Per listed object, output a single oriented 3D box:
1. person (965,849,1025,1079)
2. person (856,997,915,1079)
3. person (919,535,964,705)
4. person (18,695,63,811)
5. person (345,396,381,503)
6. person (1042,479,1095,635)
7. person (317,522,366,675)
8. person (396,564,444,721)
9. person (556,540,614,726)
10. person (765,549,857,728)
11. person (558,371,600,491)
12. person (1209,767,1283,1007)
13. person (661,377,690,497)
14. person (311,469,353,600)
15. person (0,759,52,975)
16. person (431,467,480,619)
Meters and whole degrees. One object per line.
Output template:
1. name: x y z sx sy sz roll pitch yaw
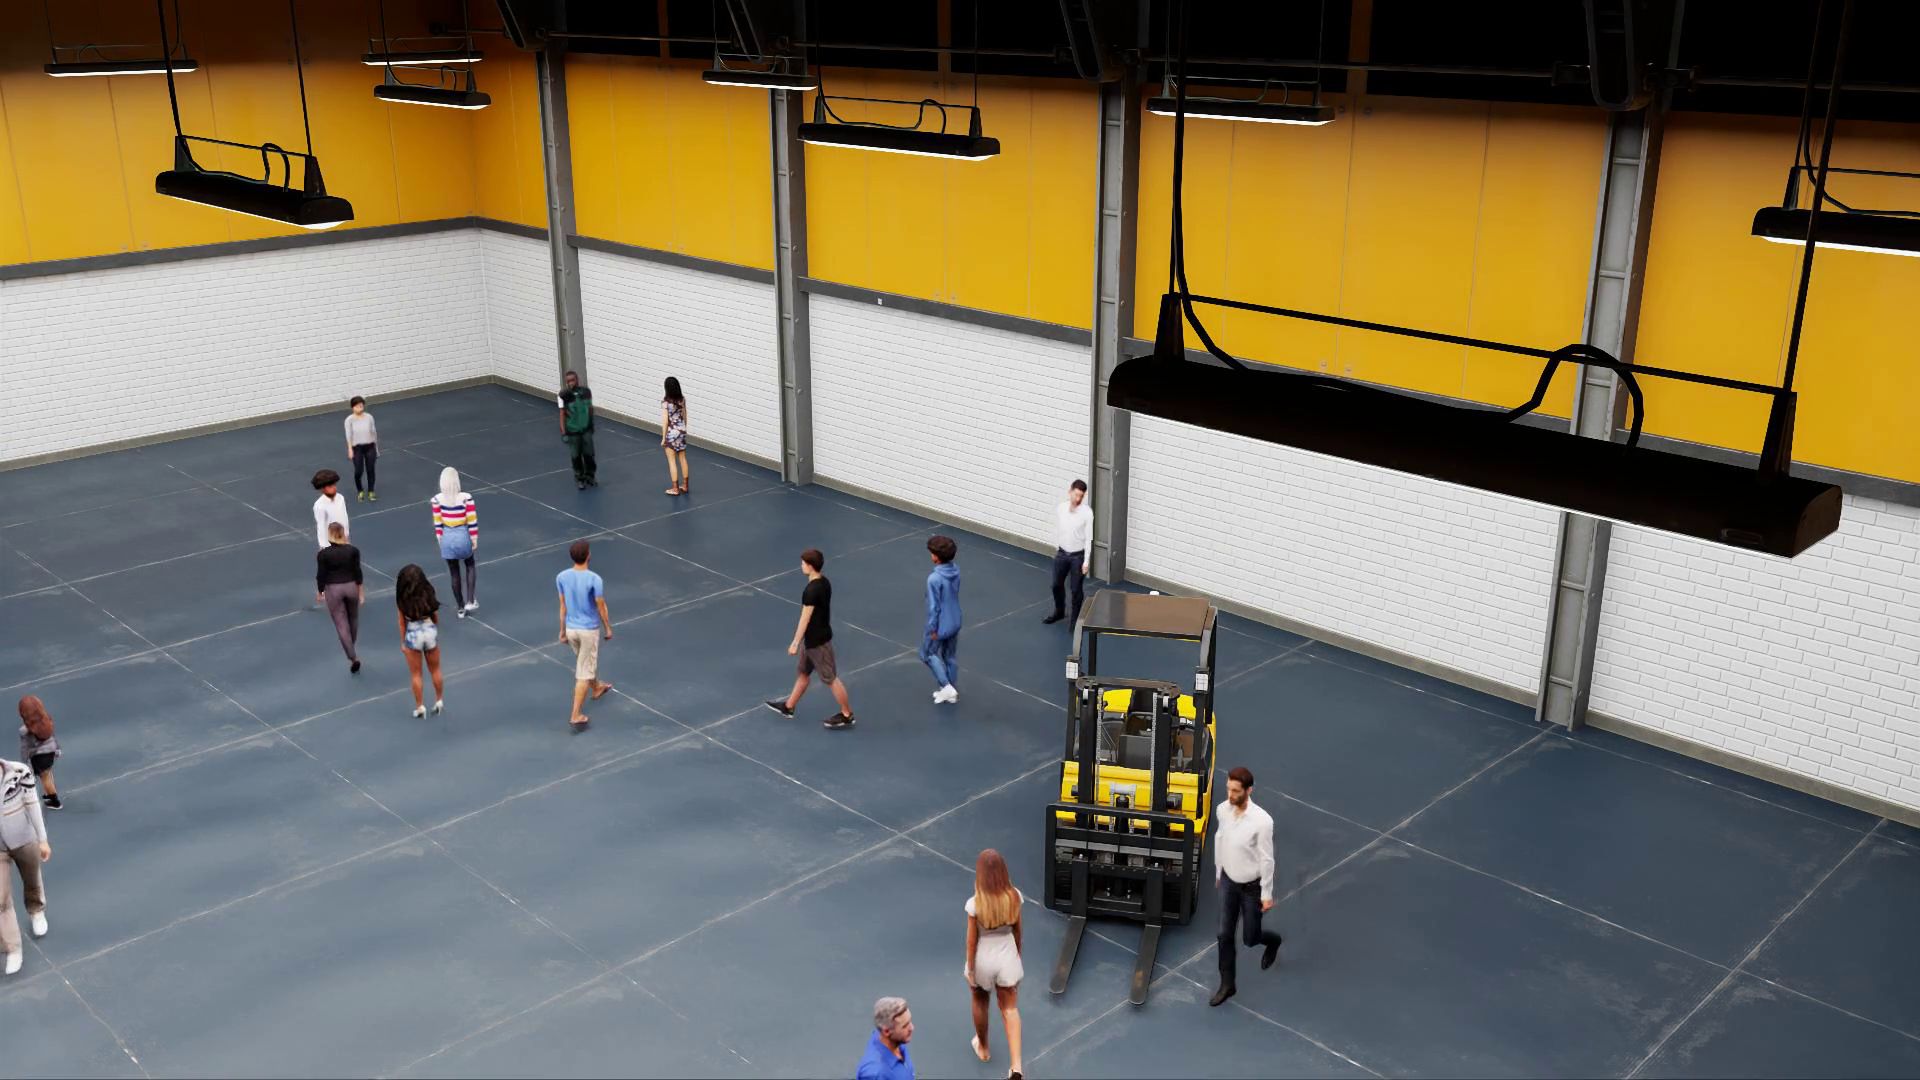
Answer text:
1. person: 0.255 2.866 11.084 0.896 1.678 1.090 -5 19 -16
2. person: -0.506 3.370 9.378 0.972 1.812 0.932 2 19 7
3. person: -0.099 0.840 16.915 0.672 1.796 0.699 14 23 35
4. person: -8.171 1.901 14.861 0.614 1.097 0.576 6 19 16
5. person: -8.535 -1.327 23.754 0.595 1.539 0.572 -13 22 -33
6. person: 1.276 0.156 18.874 0.699 1.842 0.896 17 25 41
7. person: -6.554 0.650 17.724 0.696 1.640 0.998 -14 23 -35
8. person: -5.398 1.015 16.662 0.579 1.626 0.579 -14 23 -36
9. person: -3.786 0.951 16.549 1.266 1.820 1.085 6 20 17
10. person: -1.321 1.008 16.392 1.262 1.813 1.146 2 19 5
11. person: -5.530 -1.588 24.124 0.793 1.797 0.788 -15 24 -38
12. person: 2.103 2.465 12.020 0.897 1.842 0.734 18 25 42
13. person: -4.104 -1.506 23.976 0.527 1.736 0.607 16 24 39
14. person: -7.310 0.038 19.289 0.907 1.801 0.822 6 19 17
15. person: -7.214 2.267 12.640 0.928 1.821 1.257 -9 21 -26
16. person: -5.854 0.050 19.257 0.761 1.800 0.799 -2 19 -6
